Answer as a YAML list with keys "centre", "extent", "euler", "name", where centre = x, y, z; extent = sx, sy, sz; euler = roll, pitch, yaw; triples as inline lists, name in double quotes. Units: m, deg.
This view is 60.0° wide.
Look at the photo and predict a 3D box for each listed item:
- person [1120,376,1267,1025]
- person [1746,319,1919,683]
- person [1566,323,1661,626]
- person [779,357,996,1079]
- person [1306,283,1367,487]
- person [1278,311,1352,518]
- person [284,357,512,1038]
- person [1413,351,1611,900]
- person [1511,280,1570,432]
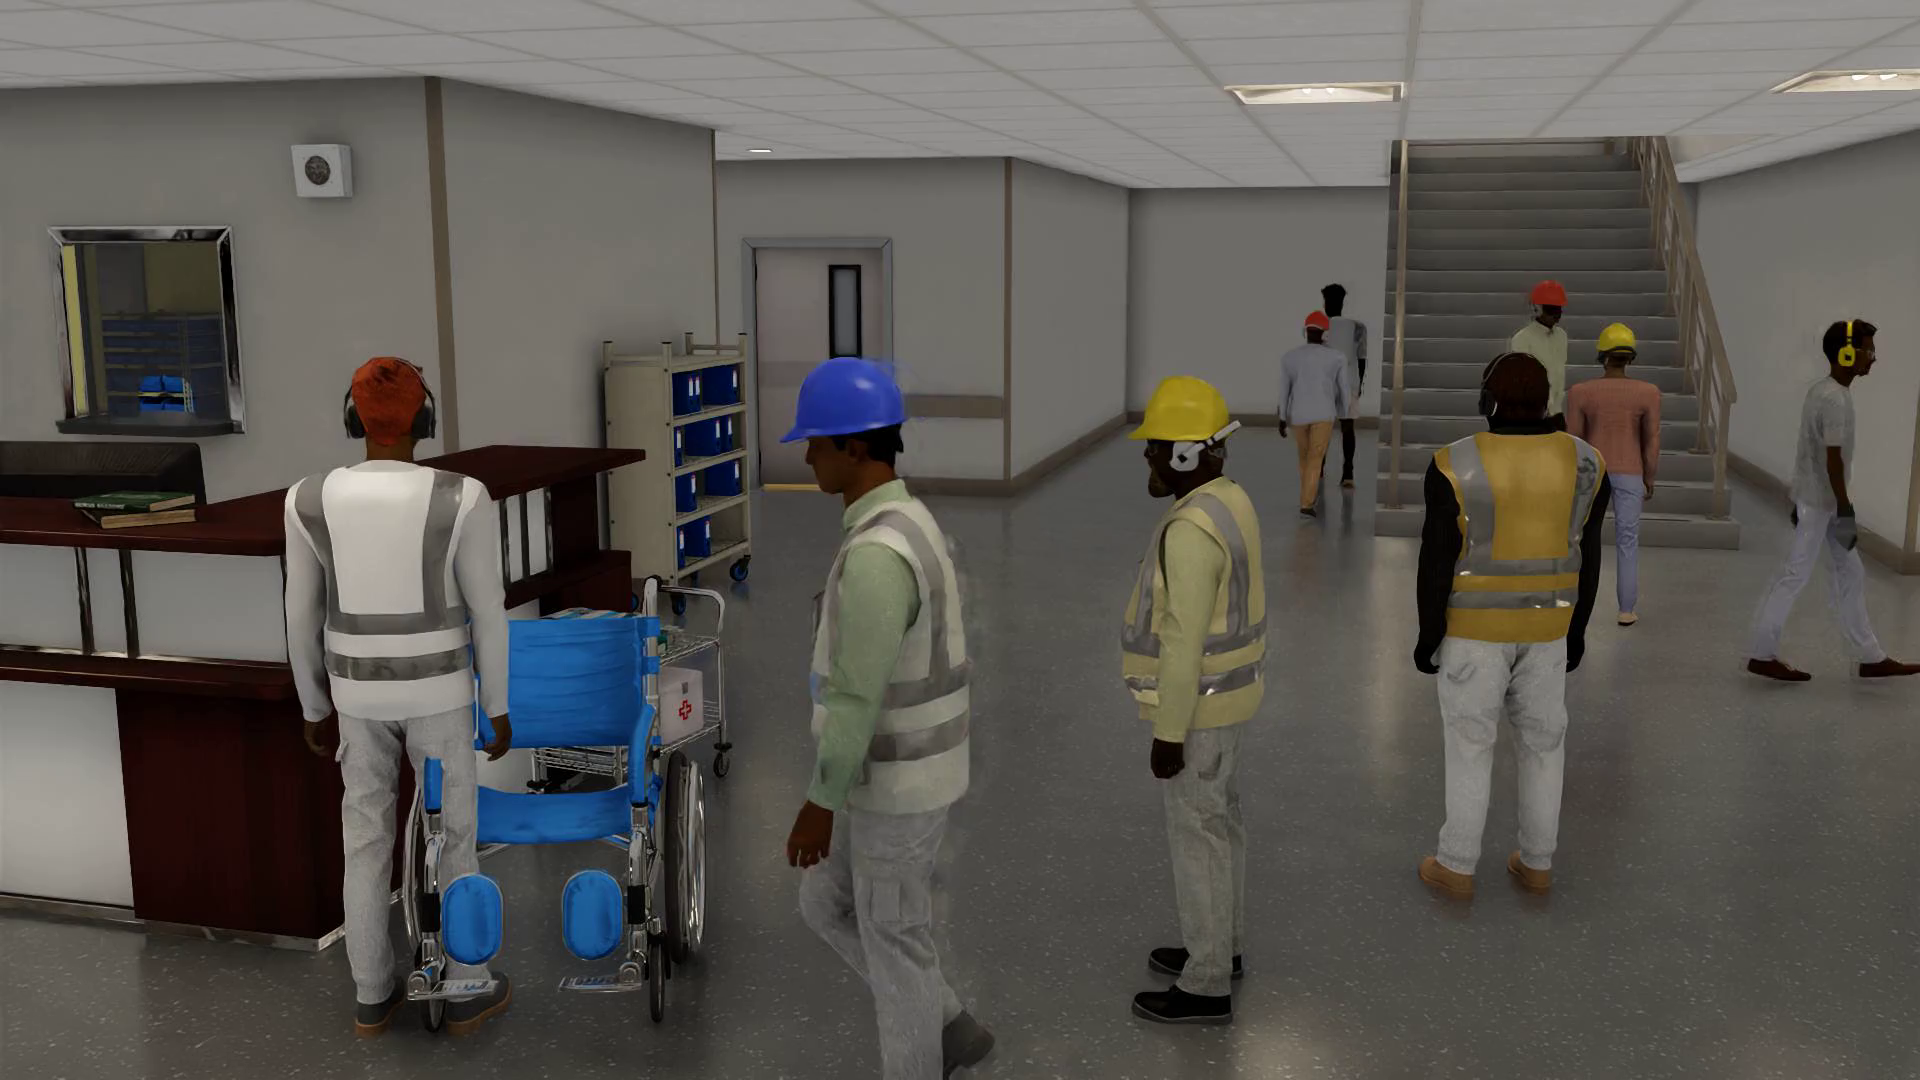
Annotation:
- centre: [0.659, 0.447, 4.735]
  extent: [0.404, 1.823, 0.587]
  euler: [3, 10, 16]
  name: "person"
- centre: [4.429, -0.165, 8.260]
  extent: [0.896, 1.834, 0.563]
  euler: [5, 11, 26]
  name: "person"
- centre: [3.798, -0.376, 9.730]
  extent: [0.525, 1.772, 0.305]
  euler: [3, 10, 16]
  name: "person"
- centre: [-0.205, 0.537, 3.898]
  extent: [0.459, 1.923, 0.603]
  euler: [-1, 10, -4]
  name: "person"
- centre: [3.568, -1.471, 15.799]
  extent: [0.610, 1.912, 1.044]
  euler: [0, 10, 0]
  name: "person"
- centre: [2.980, -1.060, 13.946]
  extent: [0.571, 1.697, 0.945]
  euler: [5, 11, 27]
  name: "person"
- centre: [-1.525, 0.440, 4.578]
  extent: [0.586, 1.883, 0.342]
  euler: [0, 10, -1]
  name: "person"
- centre: [1.811, 0.295, 5.568]
  extent: [0.626, 1.844, 0.429]
  euler: [-1, 10, -7]
  name: "person"
- centre: [4.412, -0.969, 12.613]
  extent: [0.648, 1.973, 0.523]
  euler: [-6, 11, -32]
  name: "person"
